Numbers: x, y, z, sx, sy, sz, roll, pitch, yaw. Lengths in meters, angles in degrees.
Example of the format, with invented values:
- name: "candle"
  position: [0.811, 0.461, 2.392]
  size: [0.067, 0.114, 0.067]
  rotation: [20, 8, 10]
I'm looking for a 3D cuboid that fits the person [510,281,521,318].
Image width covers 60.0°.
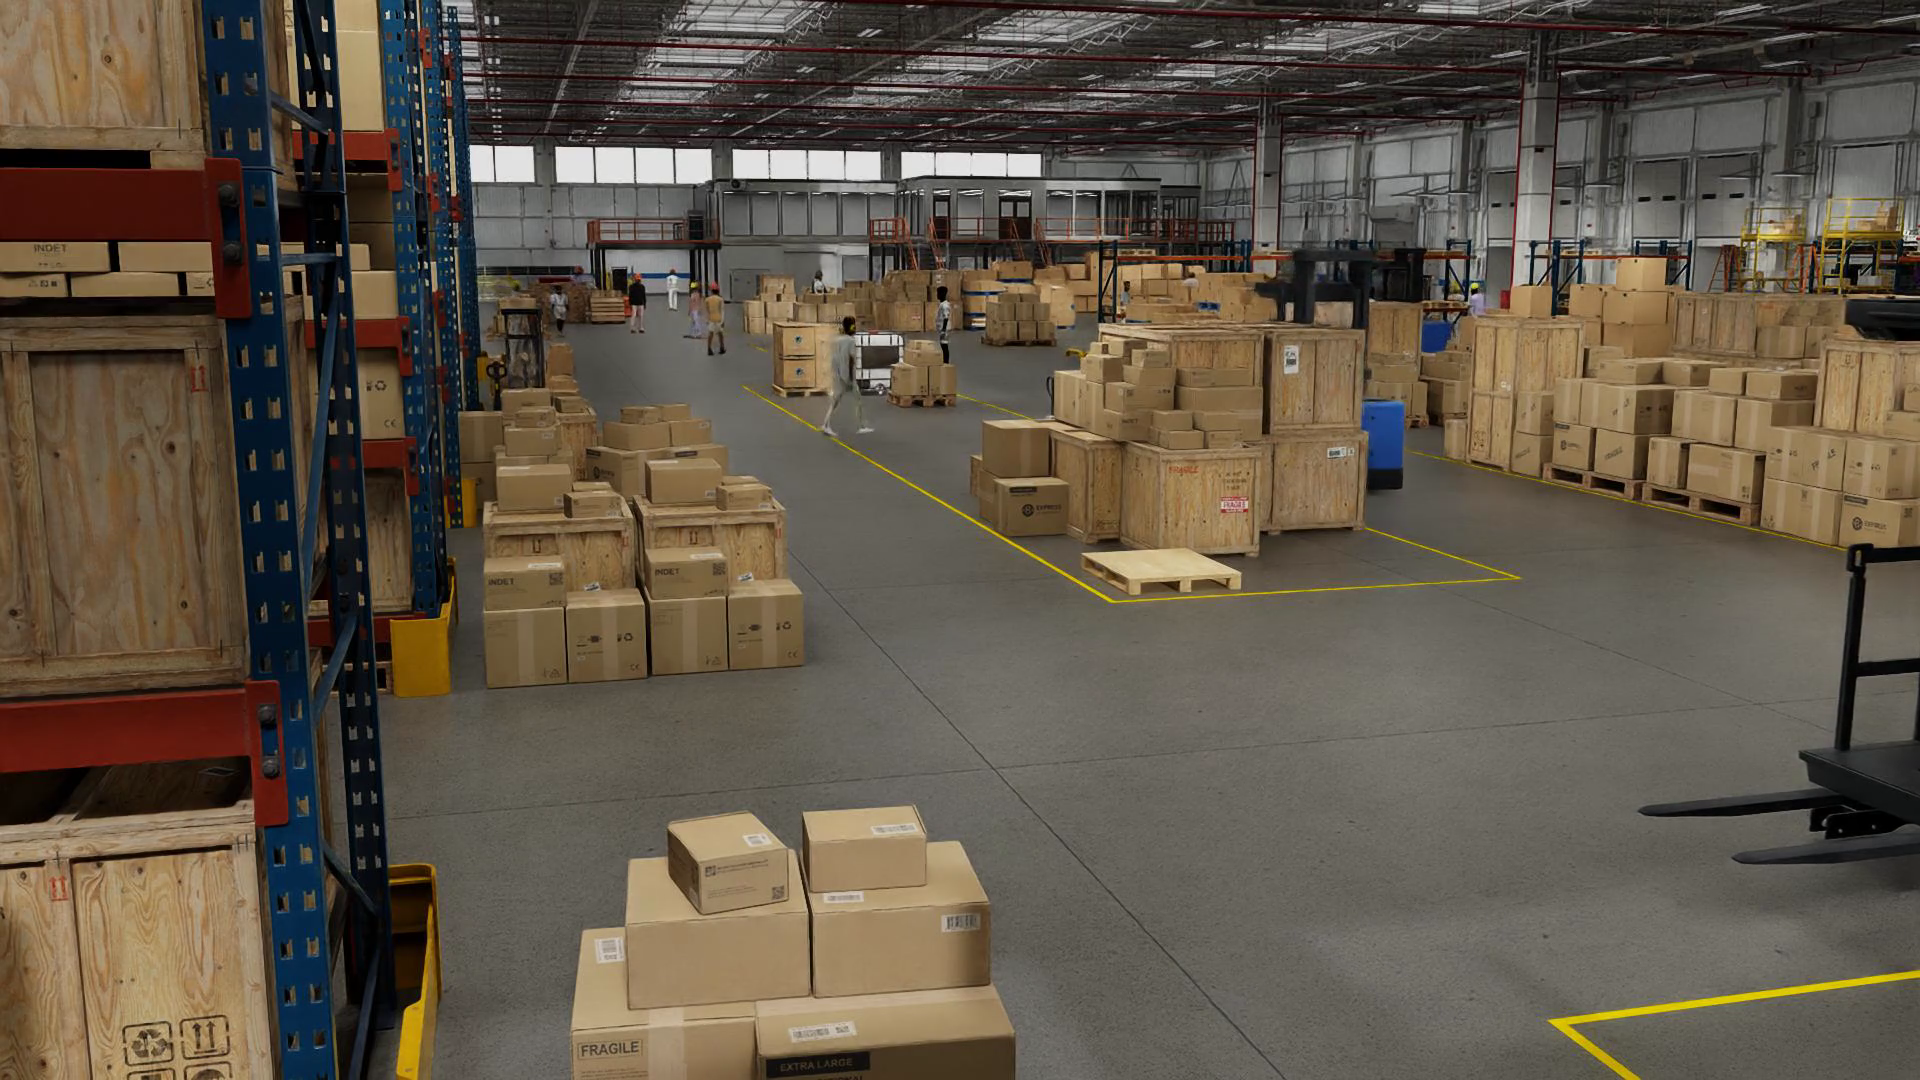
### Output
- name: "person"
  position: [-14.027, -7.261, 52.363]
  size: [0.862, 1.802, 0.592]
  rotation: [-2, 10, -13]

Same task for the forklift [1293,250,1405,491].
- name: "forklift"
  position: [4.405, -2.044, 19.746]
  size: [1.129, 2.768, 1.873]
  rotation: [-3, 10, -16]

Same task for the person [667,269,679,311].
- name: "person"
  position: [-12.766, -11.128, 74.093]
  size: [0.594, 1.855, 0.608]
  rotation: [-6, 11, -29]

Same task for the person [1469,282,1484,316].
- name: "person"
  position: [14.288, -6.154, 45.816]
  size: [0.629, 1.899, 0.647]
  rotation: [-9, 13, -41]

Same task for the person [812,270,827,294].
- name: "person"
  position: [-4.906, -8.446, 58.375]
  size: [0.539, 2.000, 0.688]
  rotation: [-4, 11, -22]

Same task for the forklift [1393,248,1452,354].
- name: "forklift"
  position: [10.549, -5.471, 39.155]
  size: [1.873, 2.768, 1.129]
  rotation: [-3, 10, -15]

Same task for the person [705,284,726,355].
- name: "person"
  position: [-6.500, -5.838, 44.042]
  size: [0.559, 1.895, 0.976]
  rotation: [2, 10, 13]

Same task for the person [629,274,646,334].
- name: "person"
  position: [-10.626, -7.792, 54.876]
  size: [0.623, 1.979, 0.451]
  rotation: [-9, 13, -41]

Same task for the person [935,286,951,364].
- name: "person"
  position: [-0.390, -4.828, 38.098]
  size: [0.367, 1.966, 0.605]
  rotation: [-1, 10, -5]

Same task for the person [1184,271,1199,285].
- name: "person"
  position: [8.831, -9.272, 63.414]
  size: [0.642, 1.919, 0.625]
  rotation: [3, 10, 16]

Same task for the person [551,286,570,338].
- name: "person"
  position: [-12.589, -7.198, 52.437]
  size: [0.588, 1.630, 0.893]
  rotation: [-6, 12, -30]

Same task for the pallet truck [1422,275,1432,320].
- name: "pallet truck"
  position: [14.620, -7.324, 52.145]
  size: [0.823, 1.965, 1.885]
  rotation: [8, 13, 40]

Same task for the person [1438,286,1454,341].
- name: "person"
  position: [14.671, -6.831, 50.240]
  size: [0.452, 1.682, 0.568]
  rotation: [-5, 11, -28]

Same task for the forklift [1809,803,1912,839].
- name: "forklift"
  position: [5.171, 0.110, 7.552]
  size: [1.873, 2.768, 1.129]
  rotation: [-3, 10, -15]

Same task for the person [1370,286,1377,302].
- name: "person"
  position: [9.827, -5.155, 40.124]
  size: [0.394, 1.911, 0.583]
  rotation: [-7, 12, -35]

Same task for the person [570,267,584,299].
- name: "person"
  position: [-16.543, -10.806, 71.933]
  size: [0.617, 1.991, 1.094]
  rotation: [4, 11, 23]

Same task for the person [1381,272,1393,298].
- name: "person"
  position: [20.743, -12.370, 80.863]
  size: [0.605, 1.946, 0.391]
  rotation: [7, 12, 33]

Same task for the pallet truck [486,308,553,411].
- name: "pallet truck"
  position: [-6.242, -2.418, 24.362]
  size: [0.823, 1.965, 1.885]
  rotation: [1, 10, 3]

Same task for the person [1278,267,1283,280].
- name: "person"
  position: [16.803, -13.568, 88.015]
  size: [0.678, 1.821, 0.430]
  rotation: [-8, 13, -38]

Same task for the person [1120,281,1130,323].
- name: "person"
  position: [4.842, -6.626, 48.579]
  size: [0.336, 1.864, 0.521]
  rotation: [6, 12, 30]

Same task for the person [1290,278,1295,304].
- name: "person"
  position: [10.722, -7.439, 53.180]
  size: [0.638, 1.859, 1.027]
  rotation: [9, 13, 42]

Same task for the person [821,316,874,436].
- name: "person"
  position: [-1.758, -2.487, 25.275]
  size: [0.974, 1.824, 0.521]
  rotation: [-9, 13, -41]

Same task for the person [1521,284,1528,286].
- name: "person"
  position: [15.416, -6.094, 45.638]
  size: [0.430, 1.839, 0.619]
  rotation: [5, 11, 27]

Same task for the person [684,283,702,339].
- name: "person"
  position: [-8.334, -7.100, 51.588]
  size: [0.800, 1.733, 0.547]
  rotation: [3, 10, 16]

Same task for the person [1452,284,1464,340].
- name: "person"
  position: [15.217, -7.001, 51.118]
  size: [0.776, 1.712, 0.489]
  rotation: [-6, 11, -29]
